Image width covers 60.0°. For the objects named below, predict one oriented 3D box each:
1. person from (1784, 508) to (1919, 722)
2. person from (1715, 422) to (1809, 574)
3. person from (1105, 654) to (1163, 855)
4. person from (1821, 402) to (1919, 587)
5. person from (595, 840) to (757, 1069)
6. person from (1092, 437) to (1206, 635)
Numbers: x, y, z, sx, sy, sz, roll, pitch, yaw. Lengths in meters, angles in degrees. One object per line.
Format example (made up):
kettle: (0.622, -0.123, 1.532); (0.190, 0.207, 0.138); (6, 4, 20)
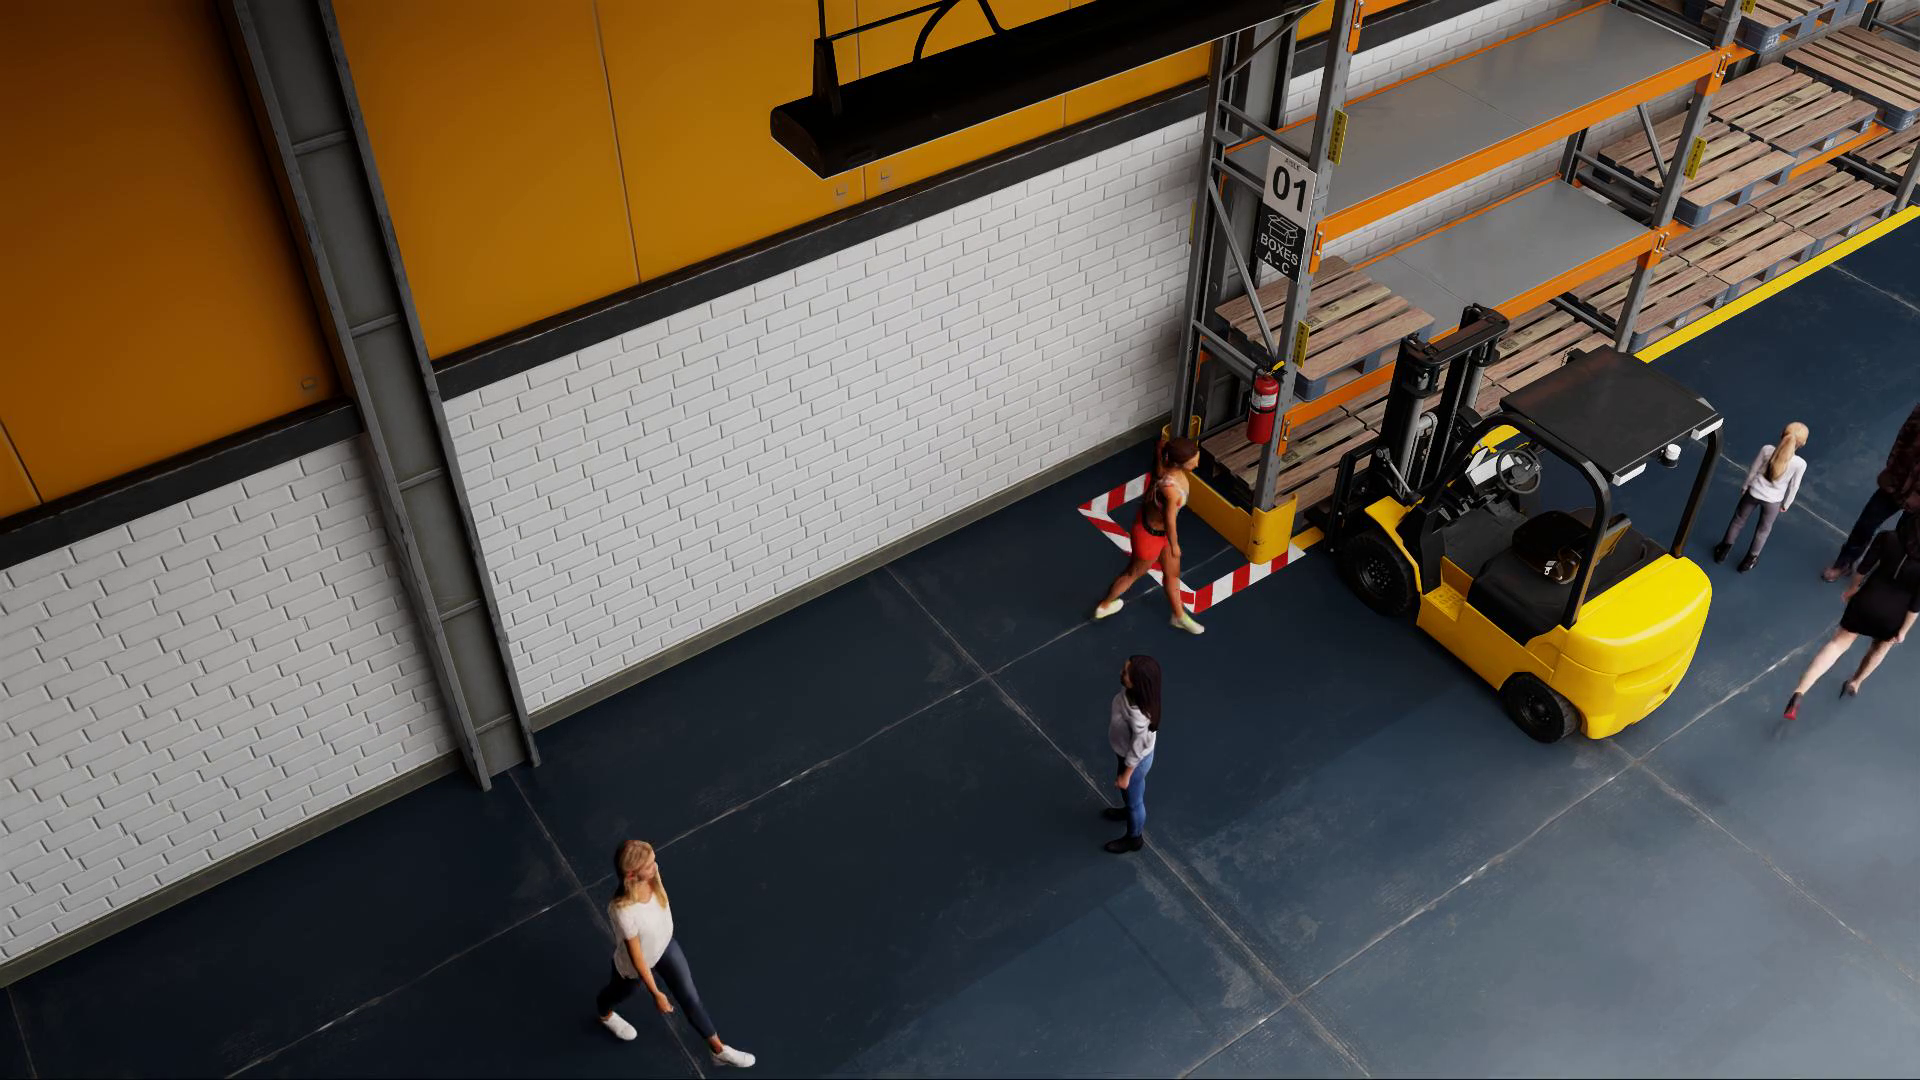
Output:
person: (5.684, 0.500, 10.407); (1.056, 1.778, 0.625); (-28, 50, -27)
person: (5.614, -0.306, 11.616); (0.544, 1.277, 0.560); (27, 50, 26)
person: (1.026, 1.237, 9.738); (0.715, 1.633, 0.675); (3, 44, 4)
person: (6.563, -0.378, 11.293); (0.825, 1.826, 0.802); (-19, 47, -19)
person: (-1.735, 2.163, 8.678); (1.085, 1.754, 1.216); (18, 46, 18)
person: (1.208, -0.048, 11.014); (1.078, 1.734, 1.030); (2, 44, 2)
